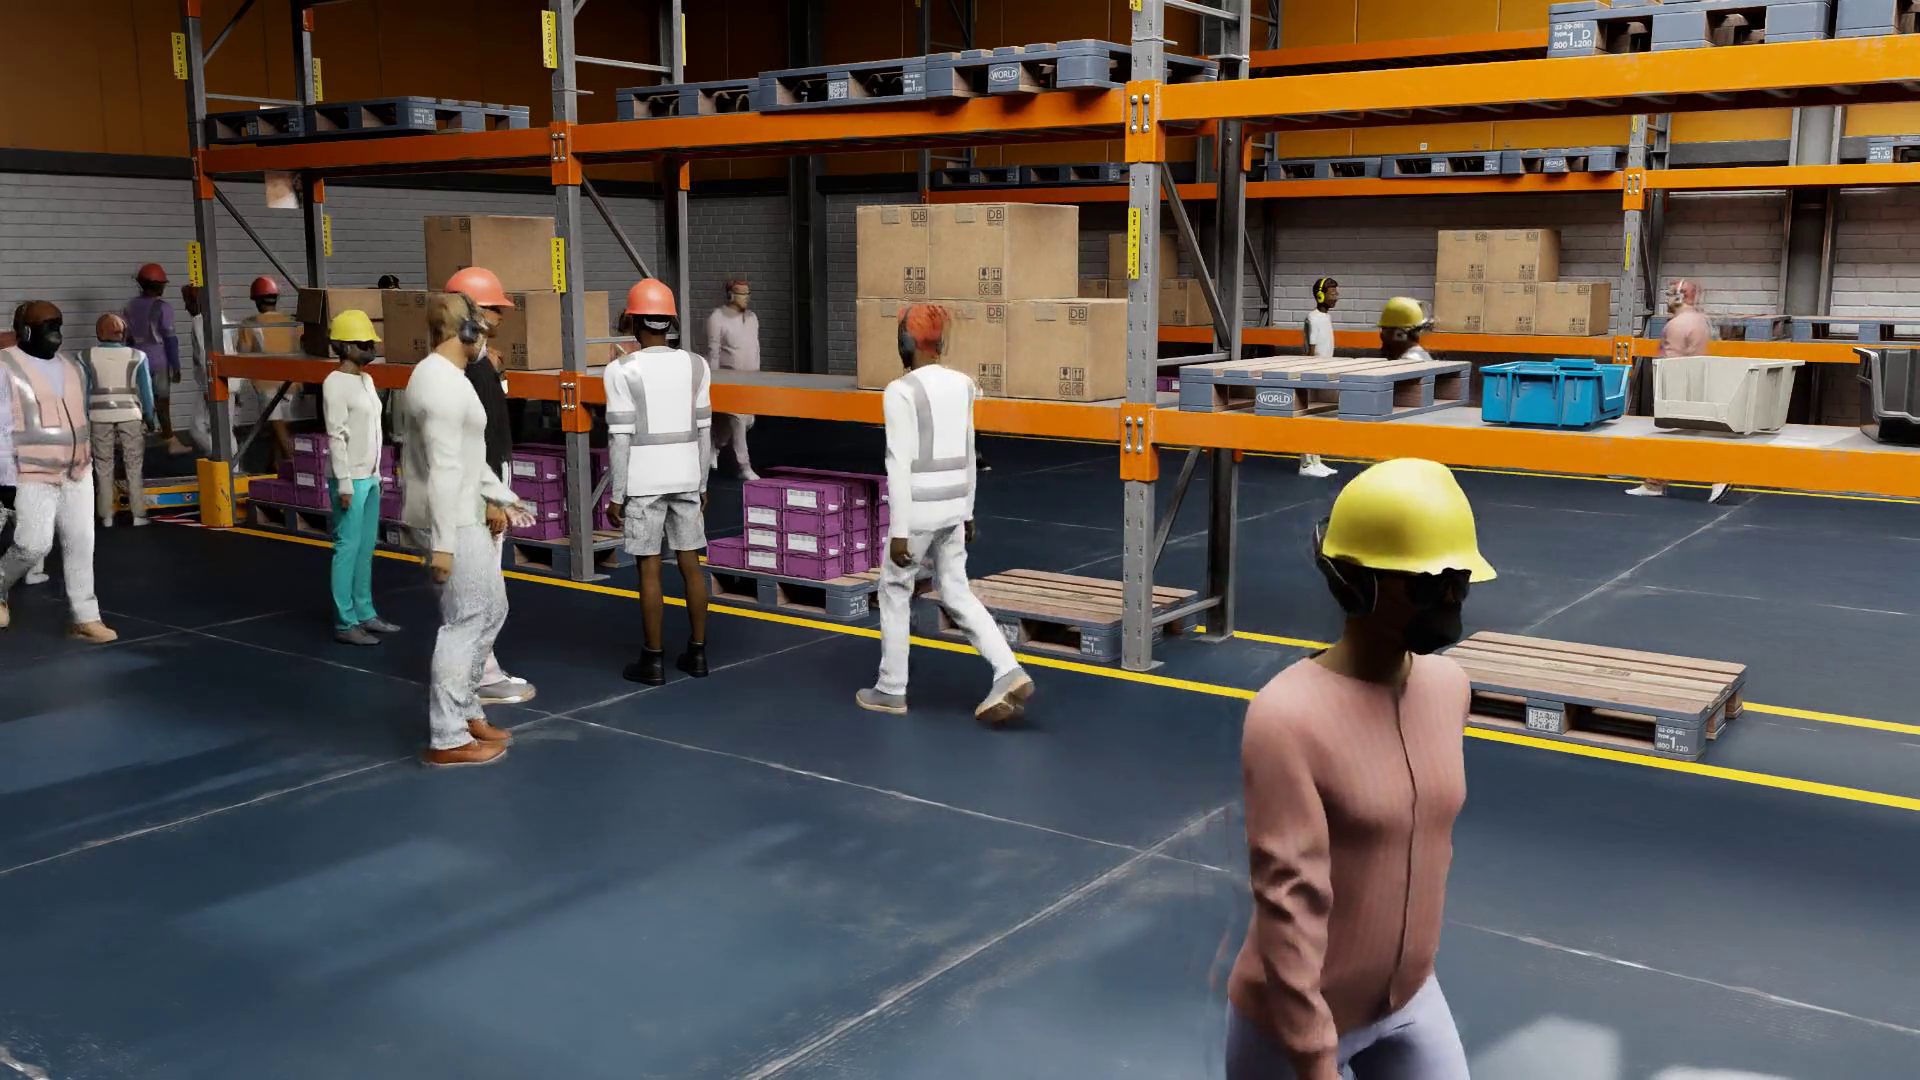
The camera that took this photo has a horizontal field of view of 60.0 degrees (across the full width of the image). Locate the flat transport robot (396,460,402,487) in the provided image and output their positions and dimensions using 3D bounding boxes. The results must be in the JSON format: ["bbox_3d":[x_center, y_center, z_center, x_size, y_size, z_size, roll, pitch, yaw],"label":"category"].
[{"bbox_3d":[-5.250,-0.546,14.549,0.652,0.197,1.431,9,13,43],"label":"flat transport robot"}]

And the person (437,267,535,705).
[{"bbox_3d":[-2.216,-0.247,7.643,0.396,1.992,0.622,-6,11,-33],"label":"person"}]

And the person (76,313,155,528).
[{"bbox_3d":[-6.388,-0.895,12.605,0.526,1.632,0.319,-4,10,-23],"label":"person"}]

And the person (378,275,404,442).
[{"bbox_3d":[-6.372,-2.021,18.603,0.533,1.864,0.311,6,11,31],"label":"person"}]

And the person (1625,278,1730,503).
[{"bbox_3d":[6.110,-1.254,13.984,0.840,1.882,0.640,7,12,35],"label":"person"}]

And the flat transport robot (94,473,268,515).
[{"bbox_3d":[-6.379,-0.387,13.606,1.431,0.197,0.652,-6,11,-32],"label":"flat transport robot"}]

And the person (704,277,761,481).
[{"bbox_3d":[-2.138,-1.485,15.396,0.740,1.878,0.655,6,11,33],"label":"person"}]

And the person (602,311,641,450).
[{"bbox_3d":[-3.003,-1.288,15.054,0.892,1.585,0.532,5,11,26],"label":"person"}]

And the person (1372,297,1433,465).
[{"bbox_3d":[2.524,-0.486,9.599,0.439,1.812,0.616,4,10,24],"label":"person"}]

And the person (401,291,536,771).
[{"bbox_3d":[-1.994,-0.052,6.769,0.527,1.902,0.646,-4,10,-22],"label":"person"}]

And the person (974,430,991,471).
[{"bbox_3d":[0.069,-1.620,15.908,0.613,1.964,0.361,-7,12,-34],"label":"person"}]

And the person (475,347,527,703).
[{"bbox_3d":[-2.179,-0.070,7.667,0.279,1.633,0.505,-2,10,-9],"label":"person"}]

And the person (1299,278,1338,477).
[{"bbox_3d":[3.385,-1.522,15.644,0.324,1.867,0.500,5,11,27],"label":"person"}]

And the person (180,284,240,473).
[{"bbox_3d":[-6.396,-1.282,14.235,0.481,1.852,0.634,0,10,0],"label":"person"}]

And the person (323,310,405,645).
[{"bbox_3d":[-3.179,-0.328,8.829,0.324,1.765,0.549,0,10,0],"label":"person"}]

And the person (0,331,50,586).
[{"bbox_3d":[-5.855,-0.480,10.222,0.525,1.598,0.601,-2,10,-10],"label":"person"}]

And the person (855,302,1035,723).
[{"bbox_3d":[-0.061,-0.107,7.254,0.886,1.853,0.602,8,12,38],"label":"person"}]

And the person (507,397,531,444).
[{"bbox_3d":[-4.804,-2.057,18.292,0.698,2.000,0.832,3,10,18],"label":"person"}]

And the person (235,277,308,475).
[{"bbox_3d":[-6.088,-1.381,14.752,0.573,1.887,1.010,-9,13,-44],"label":"person"}]

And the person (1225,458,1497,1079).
[{"bbox_3d":[0.662,0.744,2.561,0.540,1.724,0.887,-6,11,-34],"label":"person"}]

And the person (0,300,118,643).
[{"bbox_3d":[-4.873,-0.356,8.802,0.697,1.826,0.636,4,10,21],"label":"person"}]

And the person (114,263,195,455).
[{"bbox_3d":[-8.309,-1.820,17.000,0.618,2.013,0.934,4,10,24],"label":"person"}]

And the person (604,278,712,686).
[{"bbox_3d":[-1.447,-0.272,7.963,0.545,1.939,0.373,-7,12,-36],"label":"person"}]
